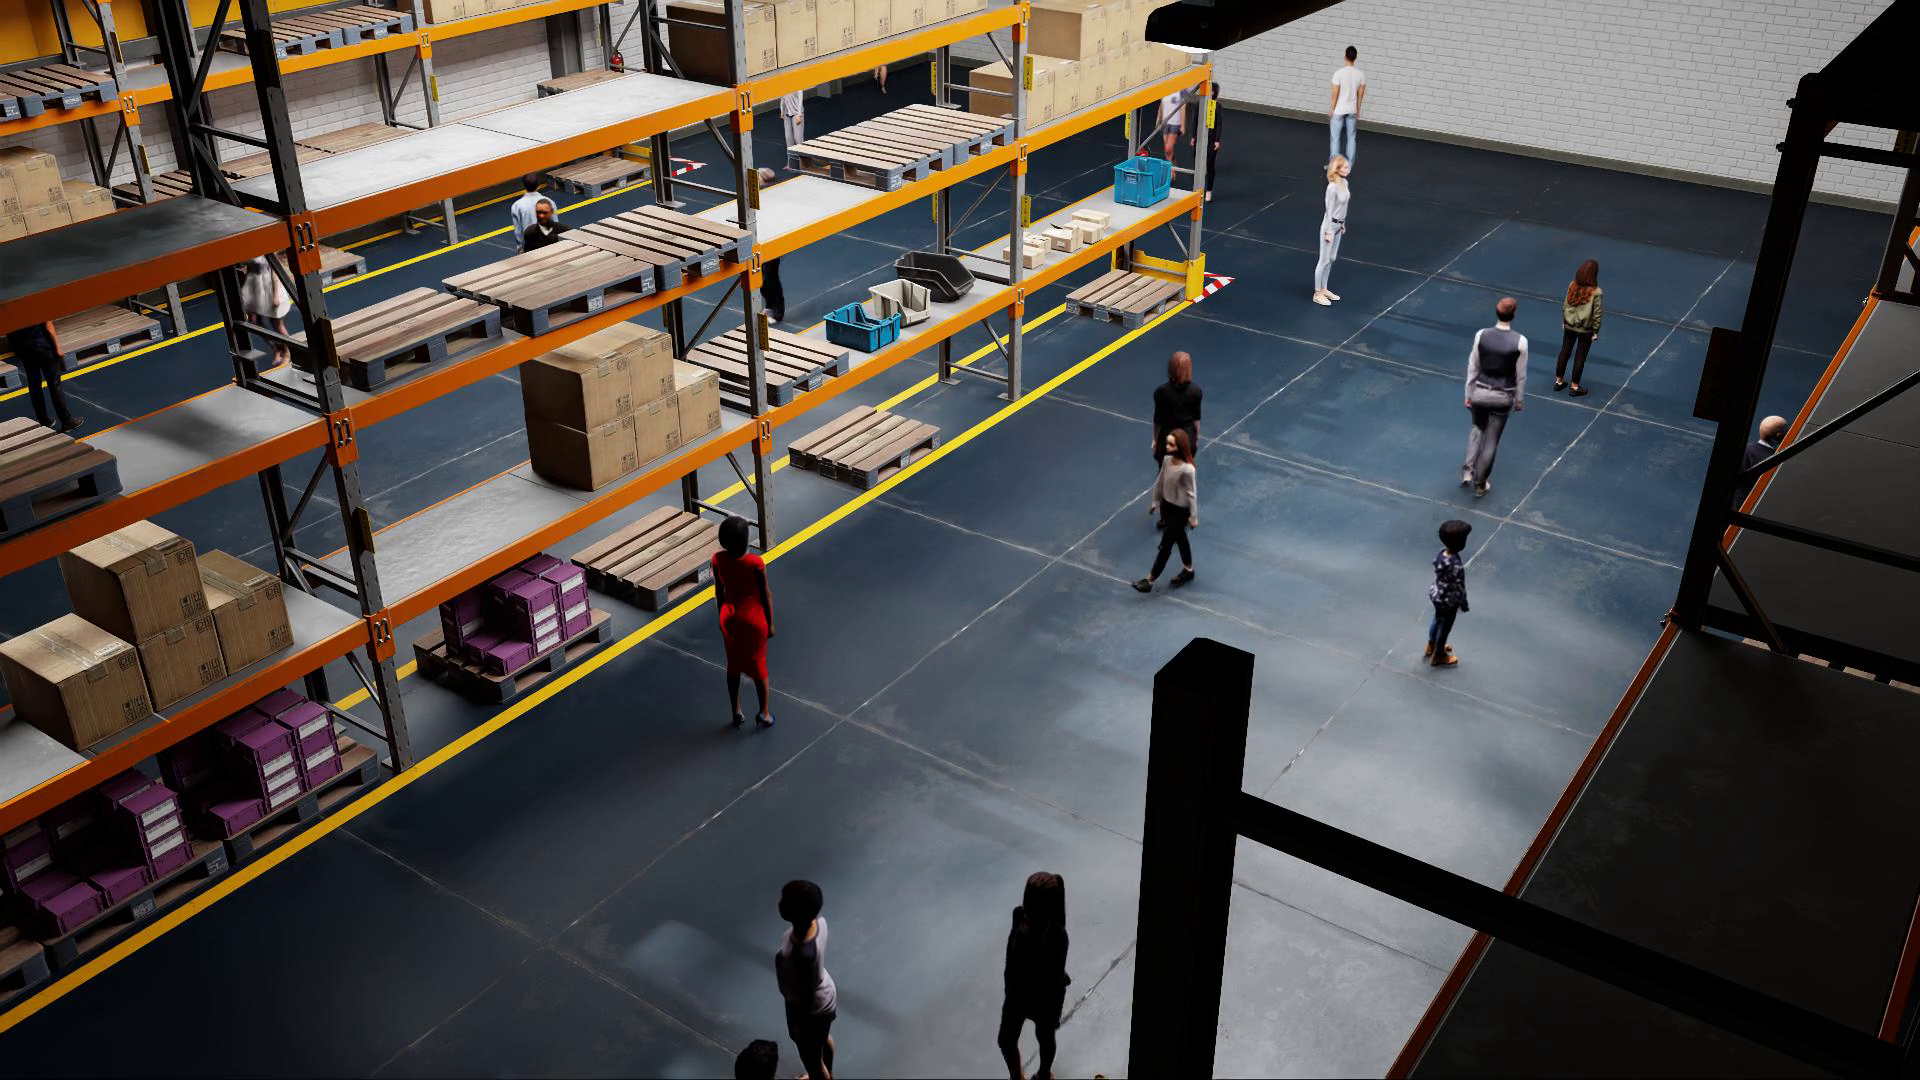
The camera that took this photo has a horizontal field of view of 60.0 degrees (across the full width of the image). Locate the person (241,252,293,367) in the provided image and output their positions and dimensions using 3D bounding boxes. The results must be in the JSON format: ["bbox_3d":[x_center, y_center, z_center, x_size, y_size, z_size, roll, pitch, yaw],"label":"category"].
[{"bbox_3d":[-7.480,-2.694,18.094,0.722,1.761,0.790,11,31,20],"label":"person"}]

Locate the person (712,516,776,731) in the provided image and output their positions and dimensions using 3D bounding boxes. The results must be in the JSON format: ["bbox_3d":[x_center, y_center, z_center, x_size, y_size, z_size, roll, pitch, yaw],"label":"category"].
[{"bbox_3d":[-1.569,0.609,12.056,0.635,1.743,0.618,6,29,11],"label":"person"}]

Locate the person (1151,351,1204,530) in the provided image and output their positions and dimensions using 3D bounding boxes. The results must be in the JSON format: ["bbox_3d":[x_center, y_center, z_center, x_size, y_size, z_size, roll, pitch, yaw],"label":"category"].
[{"bbox_3d":[1.926,-0.868,14.805,0.656,1.704,0.701,-3,29,-5],"label":"person"}]

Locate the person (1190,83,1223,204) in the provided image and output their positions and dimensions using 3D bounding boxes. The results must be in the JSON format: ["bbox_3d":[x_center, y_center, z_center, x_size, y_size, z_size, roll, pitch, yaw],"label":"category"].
[{"bbox_3d":[3.472,-5.616,23.503,0.585,1.710,0.480,16,32,27],"label":"person"}]

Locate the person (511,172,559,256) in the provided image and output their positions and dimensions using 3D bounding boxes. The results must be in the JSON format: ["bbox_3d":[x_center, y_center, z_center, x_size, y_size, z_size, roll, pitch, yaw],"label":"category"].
[{"bbox_3d":[-4.875,-3.386,19.308,0.718,1.812,0.818,-9,30,-16],"label":"person"}]

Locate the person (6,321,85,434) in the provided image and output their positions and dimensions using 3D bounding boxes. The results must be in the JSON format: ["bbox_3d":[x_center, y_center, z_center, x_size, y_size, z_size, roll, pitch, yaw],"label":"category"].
[{"bbox_3d":[-9.272,-1.930,16.659,0.722,1.793,0.734,0,29,0],"label":"person"}]

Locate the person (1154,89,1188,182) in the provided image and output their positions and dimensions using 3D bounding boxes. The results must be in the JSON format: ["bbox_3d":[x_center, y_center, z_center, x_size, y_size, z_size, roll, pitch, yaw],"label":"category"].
[{"bbox_3d":[3.166,-6.083,24.356,0.726,1.713,0.690,-23,36,-35],"label":"person"}]

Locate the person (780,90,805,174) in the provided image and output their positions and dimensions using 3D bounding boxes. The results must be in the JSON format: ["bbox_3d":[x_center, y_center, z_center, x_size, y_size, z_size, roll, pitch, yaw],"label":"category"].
[{"bbox_3d":[-2.493,-6.399,24.872,0.626,1.773,0.573,25,37,38],"label":"person"}]

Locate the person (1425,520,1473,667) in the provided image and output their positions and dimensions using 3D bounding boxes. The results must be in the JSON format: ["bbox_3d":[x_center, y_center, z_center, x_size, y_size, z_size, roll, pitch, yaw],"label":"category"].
[{"bbox_3d":[3.770,0.415,12.928,0.670,1.249,0.607,-3,29,-6],"label":"person"}]

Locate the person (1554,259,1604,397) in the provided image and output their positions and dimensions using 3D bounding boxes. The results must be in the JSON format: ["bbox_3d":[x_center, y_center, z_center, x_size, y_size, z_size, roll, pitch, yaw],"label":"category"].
[{"bbox_3d":[6.549,-2.254,17.583,0.595,1.475,0.638,-21,35,-34],"label":"person"}]

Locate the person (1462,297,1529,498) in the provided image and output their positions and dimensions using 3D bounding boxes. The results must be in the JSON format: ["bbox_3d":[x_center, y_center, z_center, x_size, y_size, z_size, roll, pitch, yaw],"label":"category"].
[{"bbox_3d":[4.885,-1.289,15.345,0.654,1.925,0.599,20,34,32],"label":"person"}]

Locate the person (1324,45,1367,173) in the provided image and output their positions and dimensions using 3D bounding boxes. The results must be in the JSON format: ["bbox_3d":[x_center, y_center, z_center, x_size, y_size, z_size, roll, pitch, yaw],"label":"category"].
[{"bbox_3d":[5.745,-6.418,24.812,0.738,1.864,0.796,-5,29,-9],"label":"person"}]

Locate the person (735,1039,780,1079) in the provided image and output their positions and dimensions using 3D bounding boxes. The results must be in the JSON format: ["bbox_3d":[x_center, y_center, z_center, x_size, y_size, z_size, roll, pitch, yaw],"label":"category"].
[{"bbox_3d":[-0.989,2.988,8.202,0.548,1.257,0.572,8,30,14],"label":"person"}]

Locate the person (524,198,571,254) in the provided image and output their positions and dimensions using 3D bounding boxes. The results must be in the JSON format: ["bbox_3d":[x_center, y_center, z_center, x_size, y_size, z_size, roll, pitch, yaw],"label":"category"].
[{"bbox_3d":[-4.432,-2.805,18.148,0.783,1.904,0.857,-6,29,-12],"label":"person"}]

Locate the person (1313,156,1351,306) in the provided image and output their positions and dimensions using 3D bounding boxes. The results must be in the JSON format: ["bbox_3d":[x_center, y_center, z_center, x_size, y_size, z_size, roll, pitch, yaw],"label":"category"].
[{"bbox_3d":[4.472,-3.727,19.951,0.651,1.795,0.434,20,34,32],"label":"person"}]

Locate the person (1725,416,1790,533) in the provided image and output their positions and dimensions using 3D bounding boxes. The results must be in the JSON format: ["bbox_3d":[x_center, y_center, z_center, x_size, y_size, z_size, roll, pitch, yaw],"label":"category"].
[{"bbox_3d":[6.361,-0.163,13.415,0.689,1.797,0.756,-20,34,-31],"label":"person"}]

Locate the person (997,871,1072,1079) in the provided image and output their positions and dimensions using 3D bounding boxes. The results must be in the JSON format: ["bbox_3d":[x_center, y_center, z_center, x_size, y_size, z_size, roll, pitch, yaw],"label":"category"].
[{"bbox_3d":[0.460,2.384,9.004,0.561,1.549,0.644,21,35,33],"label":"person"}]

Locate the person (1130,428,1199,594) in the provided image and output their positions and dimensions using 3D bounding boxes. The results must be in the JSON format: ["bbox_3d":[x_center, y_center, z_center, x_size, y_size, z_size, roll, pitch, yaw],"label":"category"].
[{"bbox_3d":[1.868,-0.261,13.952,1.007,1.454,0.817,-16,32,-26],"label":"person"}]

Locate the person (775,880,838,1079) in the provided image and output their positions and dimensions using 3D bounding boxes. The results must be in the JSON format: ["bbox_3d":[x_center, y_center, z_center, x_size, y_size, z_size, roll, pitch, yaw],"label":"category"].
[{"bbox_3d":[-0.805,2.443,8.880,0.713,1.565,0.618,1,29,2],"label":"person"}]

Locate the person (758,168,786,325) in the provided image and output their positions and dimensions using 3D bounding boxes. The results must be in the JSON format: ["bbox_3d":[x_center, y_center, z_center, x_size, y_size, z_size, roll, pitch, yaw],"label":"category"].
[{"bbox_3d":[-2.166,-3.427,19.331,0.738,1.861,0.760,-20,34,-32],"label":"person"}]
